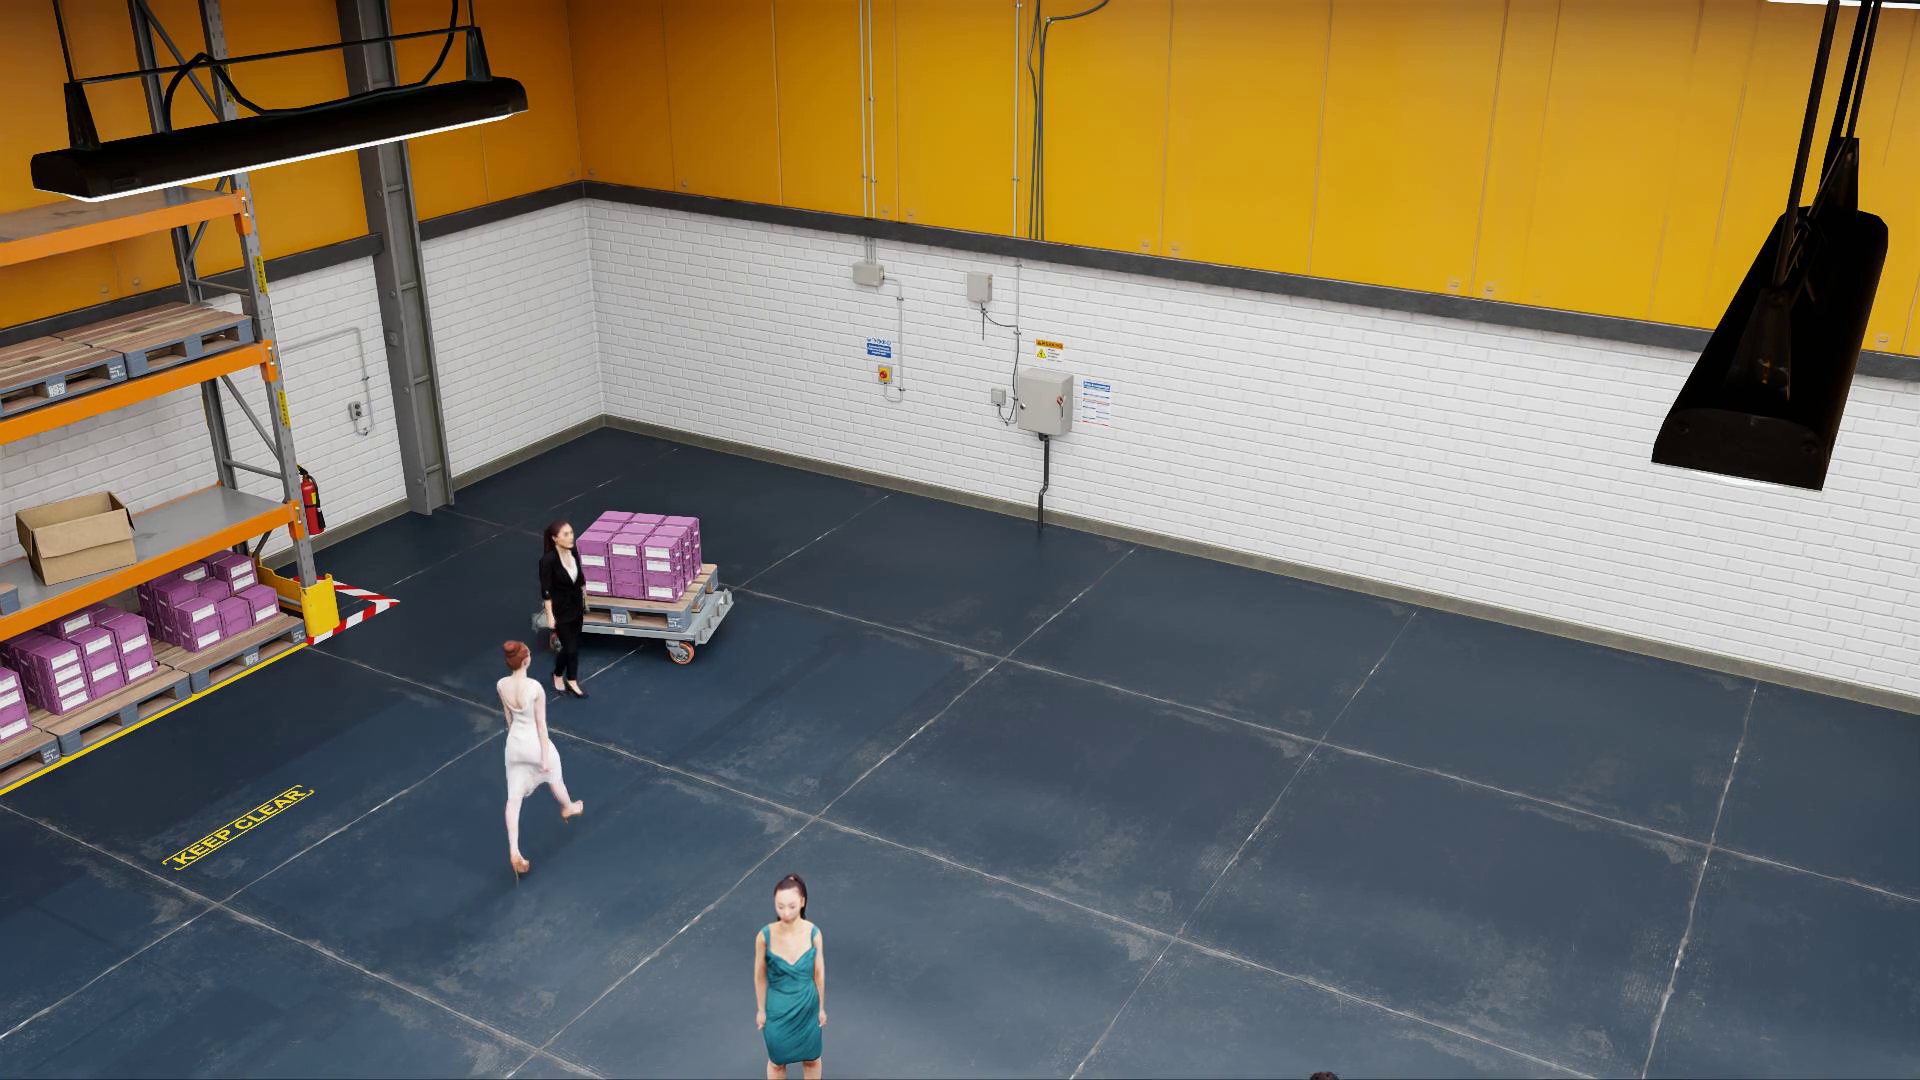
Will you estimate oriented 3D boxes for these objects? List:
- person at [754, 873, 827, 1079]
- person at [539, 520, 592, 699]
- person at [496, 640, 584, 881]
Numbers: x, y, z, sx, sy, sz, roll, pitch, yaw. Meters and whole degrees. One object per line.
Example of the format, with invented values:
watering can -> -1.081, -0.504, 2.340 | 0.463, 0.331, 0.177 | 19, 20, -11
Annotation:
person -> -0.941, 2.636, 9.344 | 0.617, 1.686, 0.658 | -3, 24, -8
person -> -3.403, 0.587, 14.075 | 0.684, 1.651, 0.541 | 11, 26, 24
person -> -3.103, 1.568, 11.714 | 0.702, 1.746, 1.140 | 9, 25, 20
